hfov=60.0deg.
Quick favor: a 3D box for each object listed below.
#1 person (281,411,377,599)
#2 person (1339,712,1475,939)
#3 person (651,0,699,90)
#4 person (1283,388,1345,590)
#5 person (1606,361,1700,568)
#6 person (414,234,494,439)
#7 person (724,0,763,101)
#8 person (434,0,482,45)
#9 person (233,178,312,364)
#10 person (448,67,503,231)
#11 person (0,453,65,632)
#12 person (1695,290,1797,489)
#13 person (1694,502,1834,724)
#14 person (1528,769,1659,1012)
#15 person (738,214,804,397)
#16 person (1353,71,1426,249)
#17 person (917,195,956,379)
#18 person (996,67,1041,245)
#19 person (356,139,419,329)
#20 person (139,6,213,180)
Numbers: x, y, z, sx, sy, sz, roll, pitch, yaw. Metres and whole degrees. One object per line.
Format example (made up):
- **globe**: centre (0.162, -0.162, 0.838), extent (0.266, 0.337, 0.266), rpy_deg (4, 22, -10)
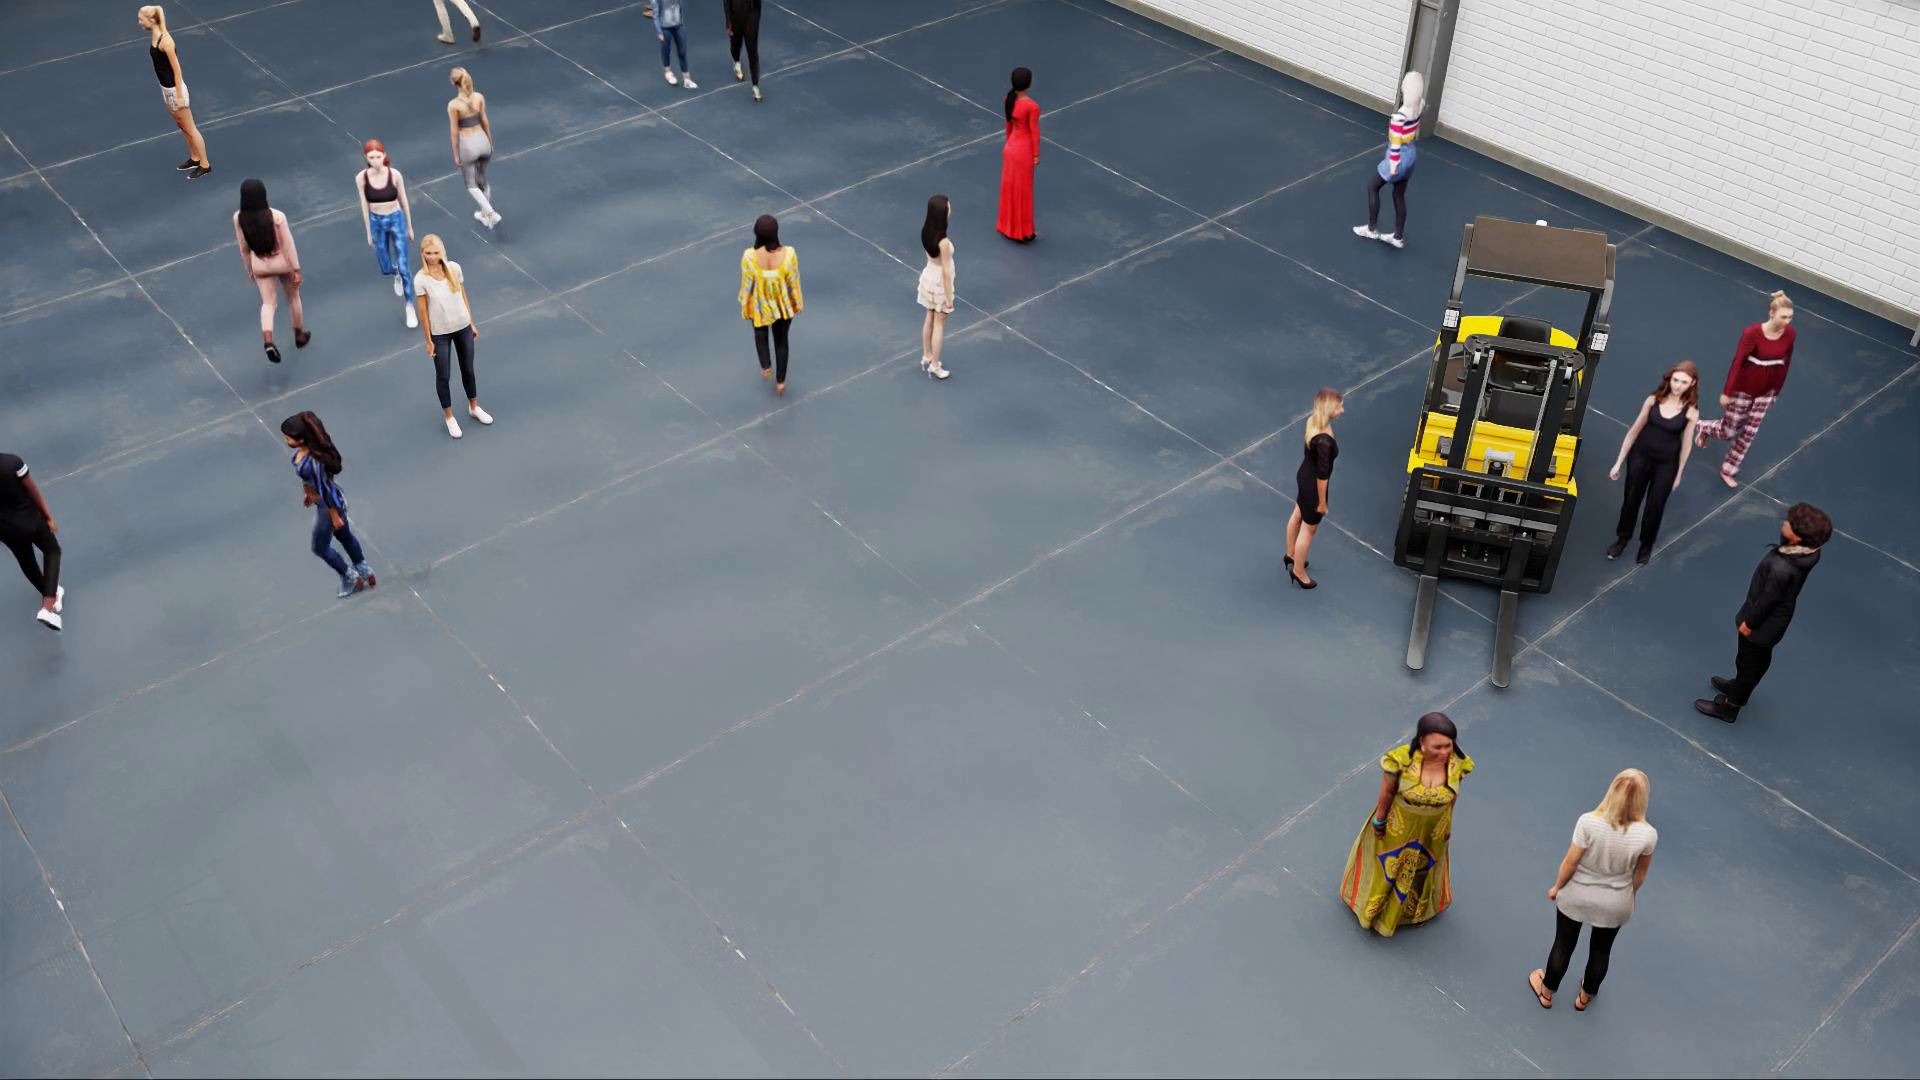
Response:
- **person**: centre (-4.517, -0.273, 12.097), extent (0.761, 1.613, 0.632), rpy_deg (-15, 41, -18)
- **person**: centre (2.640, 1.629, 9.686), extent (1.001, 1.659, 1.027), rpy_deg (-2, 39, -3)
- **person**: centre (-3.419, -6.016, 19.417), extent (0.612, 1.452, 0.887), rpy_deg (-25, 45, -28)
- **person**: centre (2.580, -0.390, 12.192), extent (0.672, 1.677, 0.590), rpy_deg (0, 39, 0)
- **person**: centre (5.201, -0.621, 12.431), extent (0.619, 1.739, 0.731), rpy_deg (25, 45, 28)
- **person**: centre (-4.220, -1.711, 13.741), extent (0.613, 1.808, 0.496), rpy_deg (-30, 47, -32)
- **person**: centre (-2.540, -6.066, 19.220), extent (0.945, 1.776, 1.264), rpy_deg (-10, 40, -12)
- **person**: centre (-6.239, -6.877, 20.193), extent (1.035, 1.829, 0.779), rpy_deg (26, 45, 28)
- **person**: centre (-6.048, -2.332, 14.605), extent (0.998, 1.700, 1.112), rpy_deg (-1, 39, -2)
- **person**: centre (-4.788, -3.835, 16.490), extent (0.586, 1.696, 0.833), rpy_deg (-29, 47, -31)
- **person**: centre (-6.665, -0.072, 11.761), extent (0.851, 1.717, 1.042), rpy_deg (-11, 40, -13)
- **person**: centre (6.269, -1.237, 13.242), extent (0.847, 1.690, 0.941), rpy_deg (-5, 39, -6)
- **person**: centre (5.364, 0.479, 11.021), extent (0.634, 1.780, 0.638), rpy_deg (31, 48, 33)
- **person**: centre (3.495, 1.957, 9.135), extent (0.660, 1.824, 0.751), rpy_deg (8, 39, 10)
- **person**: centre (-1.606, -1.955, 14.184), extent (0.876, 1.636, 0.925), rpy_deg (-6, 39, -7)
- **person**: centre (4.357, -3.681, 16.221), extent (0.653, 1.791, 0.735), rpy_deg (-28, 46, -30)
- **person**: centre (-0.213, -2.185, 14.394), extent (0.671, 1.733, 0.528), rpy_deg (-18, 42, -21)
- **person**: centre (0.577, -3.782, 16.360), extent (0.659, 1.786, 0.517), rpy_deg (-28, 46, -30)
- **person**: centre (-5.211, -2.843, 15.194), extent (0.810, 1.773, 0.987), rpy_deg (-9, 40, -11)
- **person**: centre (-8.277, -4.751, 17.518), extent (0.669, 1.846, 0.453), rpy_deg (-27, 46, -30)
